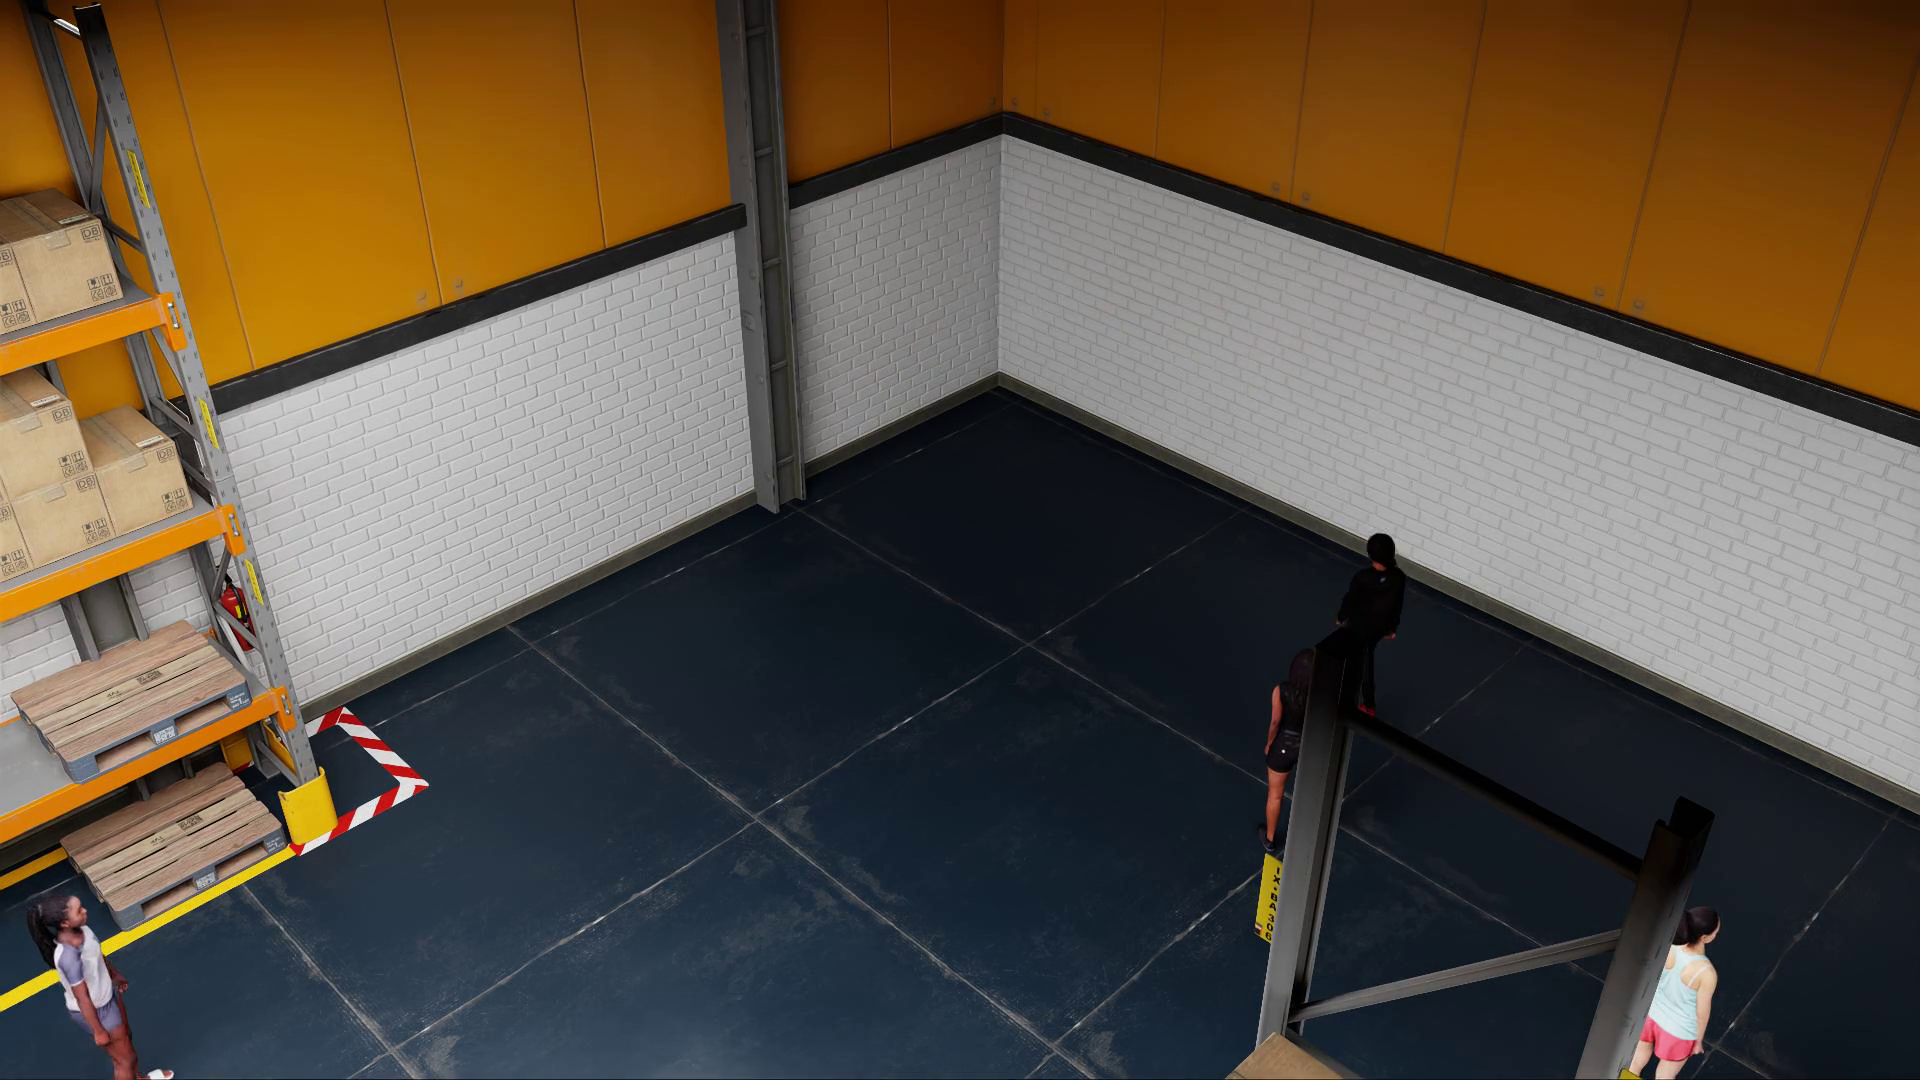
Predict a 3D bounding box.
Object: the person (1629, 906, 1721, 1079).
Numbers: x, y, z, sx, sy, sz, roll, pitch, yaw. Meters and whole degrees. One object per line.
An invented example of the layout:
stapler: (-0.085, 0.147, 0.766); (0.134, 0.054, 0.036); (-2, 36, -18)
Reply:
person: (4.126, 2.802, 9.677); (0.644, 1.764, 0.651); (-17, 37, -23)

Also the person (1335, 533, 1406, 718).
person: (3.220, 0.729, 12.907); (1.014, 1.642, 0.959); (-9, 35, -13)

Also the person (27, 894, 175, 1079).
person: (-5.126, 2.748, 9.798); (0.755, 1.720, 0.746); (-13, 36, -18)

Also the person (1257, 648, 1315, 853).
person: (2.363, 1.476, 11.694); (0.657, 1.741, 0.716); (0, 34, 0)
